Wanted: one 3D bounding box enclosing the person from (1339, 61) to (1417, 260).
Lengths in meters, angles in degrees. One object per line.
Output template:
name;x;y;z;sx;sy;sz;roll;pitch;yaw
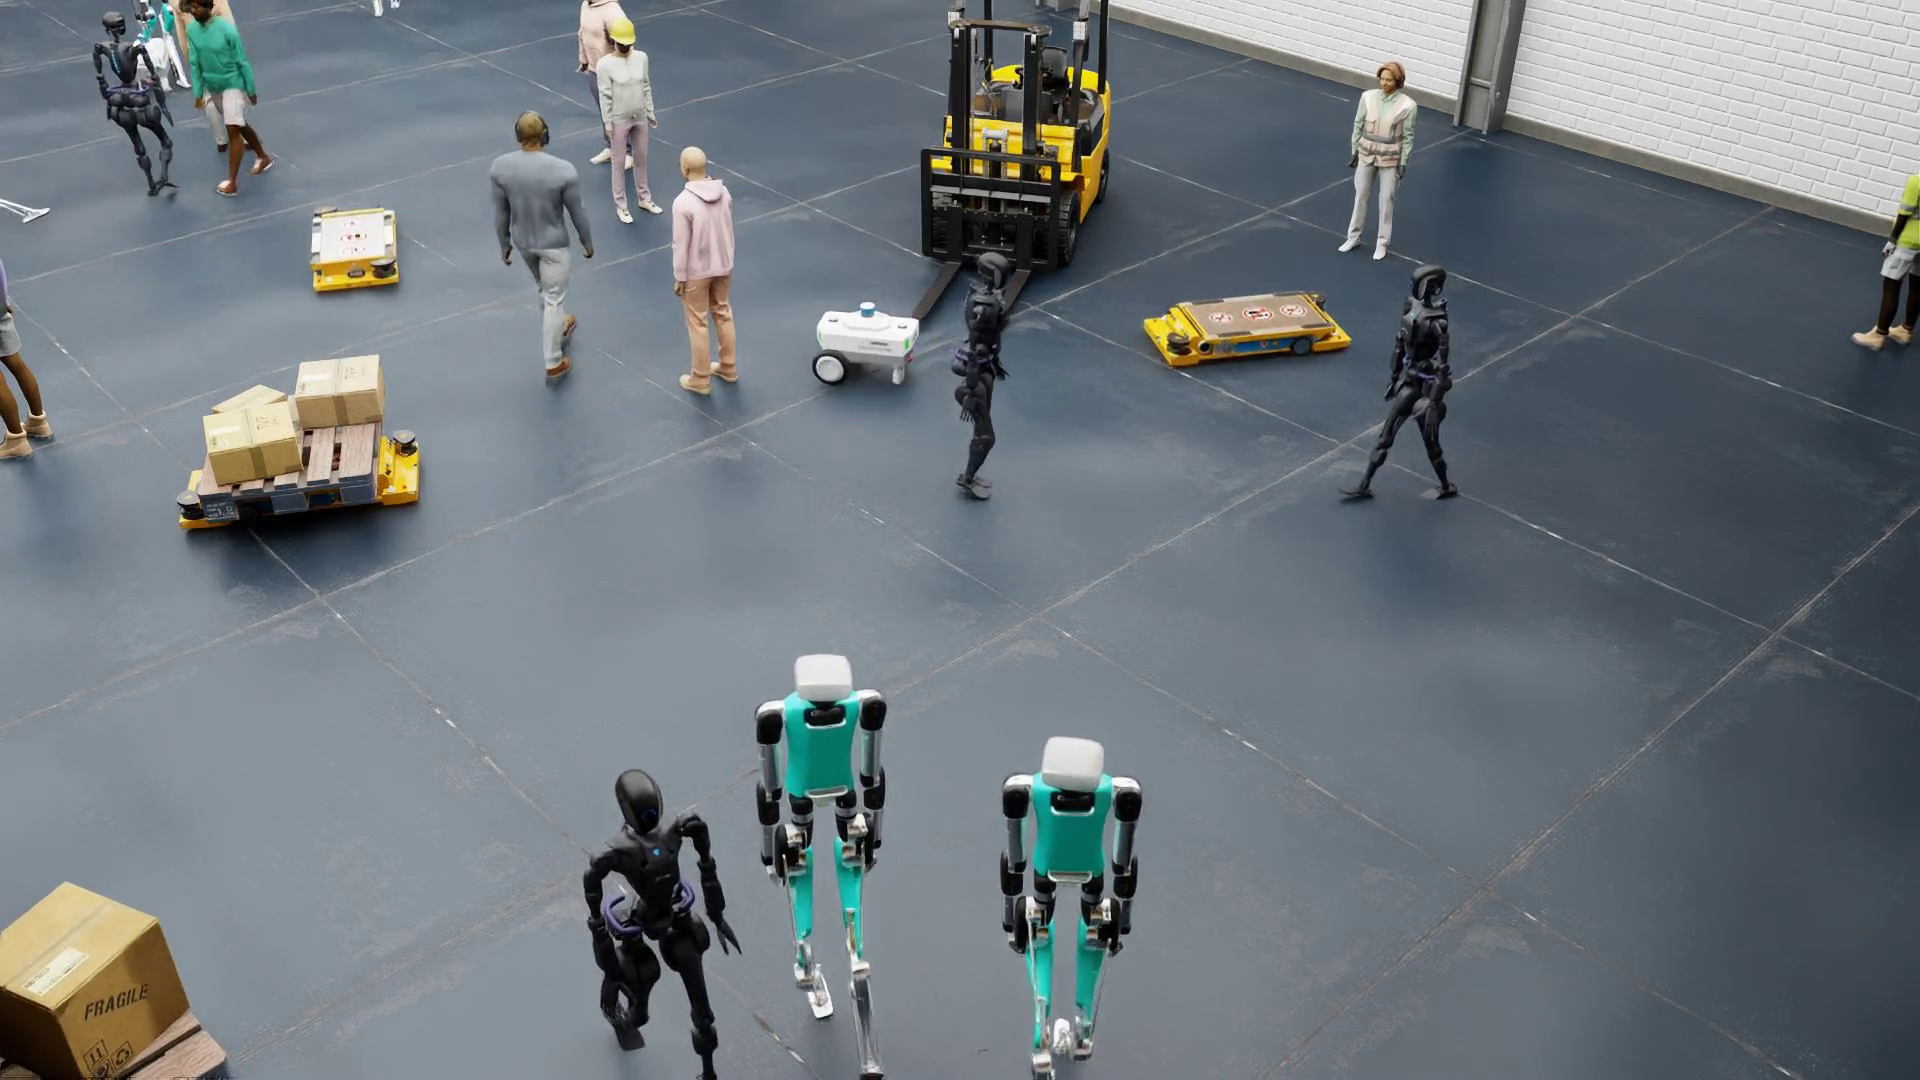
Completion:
person;3.463;-3.135;13.731;0.516;1.640;0.306;20;38;28

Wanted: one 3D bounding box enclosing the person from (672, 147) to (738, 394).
person;-1.778;-1.883;11.688;0.409;1.776;0.538;24;40;32

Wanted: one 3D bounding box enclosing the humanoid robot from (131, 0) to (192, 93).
humanoid robot;-8.418;-5.581;17.339;0.530;1.730;0.689;-27;42;-35

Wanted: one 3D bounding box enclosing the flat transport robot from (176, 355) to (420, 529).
flat transport robot;-4.260;-0.391;10.774;1.431;0.231;0.659;-8;34;-12

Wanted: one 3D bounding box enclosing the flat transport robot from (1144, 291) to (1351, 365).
flat transport robot;2.183;-1.611;12.648;1.431;0.231;0.659;-7;34;-10

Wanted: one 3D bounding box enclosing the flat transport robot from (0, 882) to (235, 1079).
flat transport robot;-3.615;2.342;6.574;1.431;0.231;0.659;26;41;34

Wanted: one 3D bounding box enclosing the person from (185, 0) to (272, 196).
person;-6.684;-4.071;15.031;0.504;1.782;1.021;8;34;13

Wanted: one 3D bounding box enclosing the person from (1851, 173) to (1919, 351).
person;7.063;-2.224;12.286;0.529;1.690;0.318;-11;35;-17

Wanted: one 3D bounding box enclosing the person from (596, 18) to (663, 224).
person;-2.858;-3.638;14.398;0.523;1.760;0.324;-27;42;-35

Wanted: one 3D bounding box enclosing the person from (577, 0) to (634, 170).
person;-3.254;-4.375;15.434;0.421;1.864;0.798;-28;42;-36

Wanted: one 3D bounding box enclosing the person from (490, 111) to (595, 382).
person;-2.953;-2.181;12.024;0.645;1.898;0.944;7;34;10

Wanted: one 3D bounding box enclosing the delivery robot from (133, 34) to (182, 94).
delivery robot;-8.642;-5.096;17.761;0.499;0.614;0.818;-10;34;-15

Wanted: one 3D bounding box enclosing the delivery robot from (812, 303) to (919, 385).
delivery robot;-0.697;-1.440;12.138;0.781;0.609;0.521;7;34;10

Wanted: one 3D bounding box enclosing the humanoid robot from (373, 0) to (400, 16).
humanoid robot;-6.993;-7.062;19.786;0.544;1.896;0.762;-3;33;-4

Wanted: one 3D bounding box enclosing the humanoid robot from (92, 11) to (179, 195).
humanoid robot;-7.394;-3.893;14.869;0.599;1.651;0.344;1;33;2

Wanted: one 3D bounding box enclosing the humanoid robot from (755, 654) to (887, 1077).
humanoid robot;-0.477;1.417;6.708;0.570;1.839;0.882;-10;34;-15

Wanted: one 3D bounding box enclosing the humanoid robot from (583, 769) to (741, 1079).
humanoid robot;-1.201;1.533;6.567;0.599;1.637;0.729;-22;39;-30

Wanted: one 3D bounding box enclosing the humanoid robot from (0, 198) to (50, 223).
humanoid robot;-8.481;-3.384;14.044;1.061;1.736;0.558;-15;36;-21

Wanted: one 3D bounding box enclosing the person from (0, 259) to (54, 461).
person;-6.410;-1.480;10.825;0.376;2.043;0.606;4;33;6

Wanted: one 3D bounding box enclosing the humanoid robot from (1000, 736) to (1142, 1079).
humanoid robot;0.410;1.649;6.324;0.531;1.782;0.985;1;33;2

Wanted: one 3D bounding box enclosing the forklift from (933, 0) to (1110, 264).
forklift;0.570;-3.725;14.138;1.214;2.155;2.313;9;34;13

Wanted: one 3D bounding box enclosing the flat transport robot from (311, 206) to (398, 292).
flat transport robot;-5.082;-2.472;13.972;0.659;0.231;1.431;-9;34;-14

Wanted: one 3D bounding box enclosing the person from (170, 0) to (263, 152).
person;-7.095;-4.612;15.790;0.555;1.877;0.406;-3;33;-4

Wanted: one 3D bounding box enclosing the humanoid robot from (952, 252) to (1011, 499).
humanoid robot;0.132;-1.051;10.510;0.380;1.643;0.616;10;34;15

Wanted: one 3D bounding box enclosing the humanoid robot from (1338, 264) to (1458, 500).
humanoid robot;2.852;-0.938;10.370;0.787;1.629;0.607;-9;34;-13
